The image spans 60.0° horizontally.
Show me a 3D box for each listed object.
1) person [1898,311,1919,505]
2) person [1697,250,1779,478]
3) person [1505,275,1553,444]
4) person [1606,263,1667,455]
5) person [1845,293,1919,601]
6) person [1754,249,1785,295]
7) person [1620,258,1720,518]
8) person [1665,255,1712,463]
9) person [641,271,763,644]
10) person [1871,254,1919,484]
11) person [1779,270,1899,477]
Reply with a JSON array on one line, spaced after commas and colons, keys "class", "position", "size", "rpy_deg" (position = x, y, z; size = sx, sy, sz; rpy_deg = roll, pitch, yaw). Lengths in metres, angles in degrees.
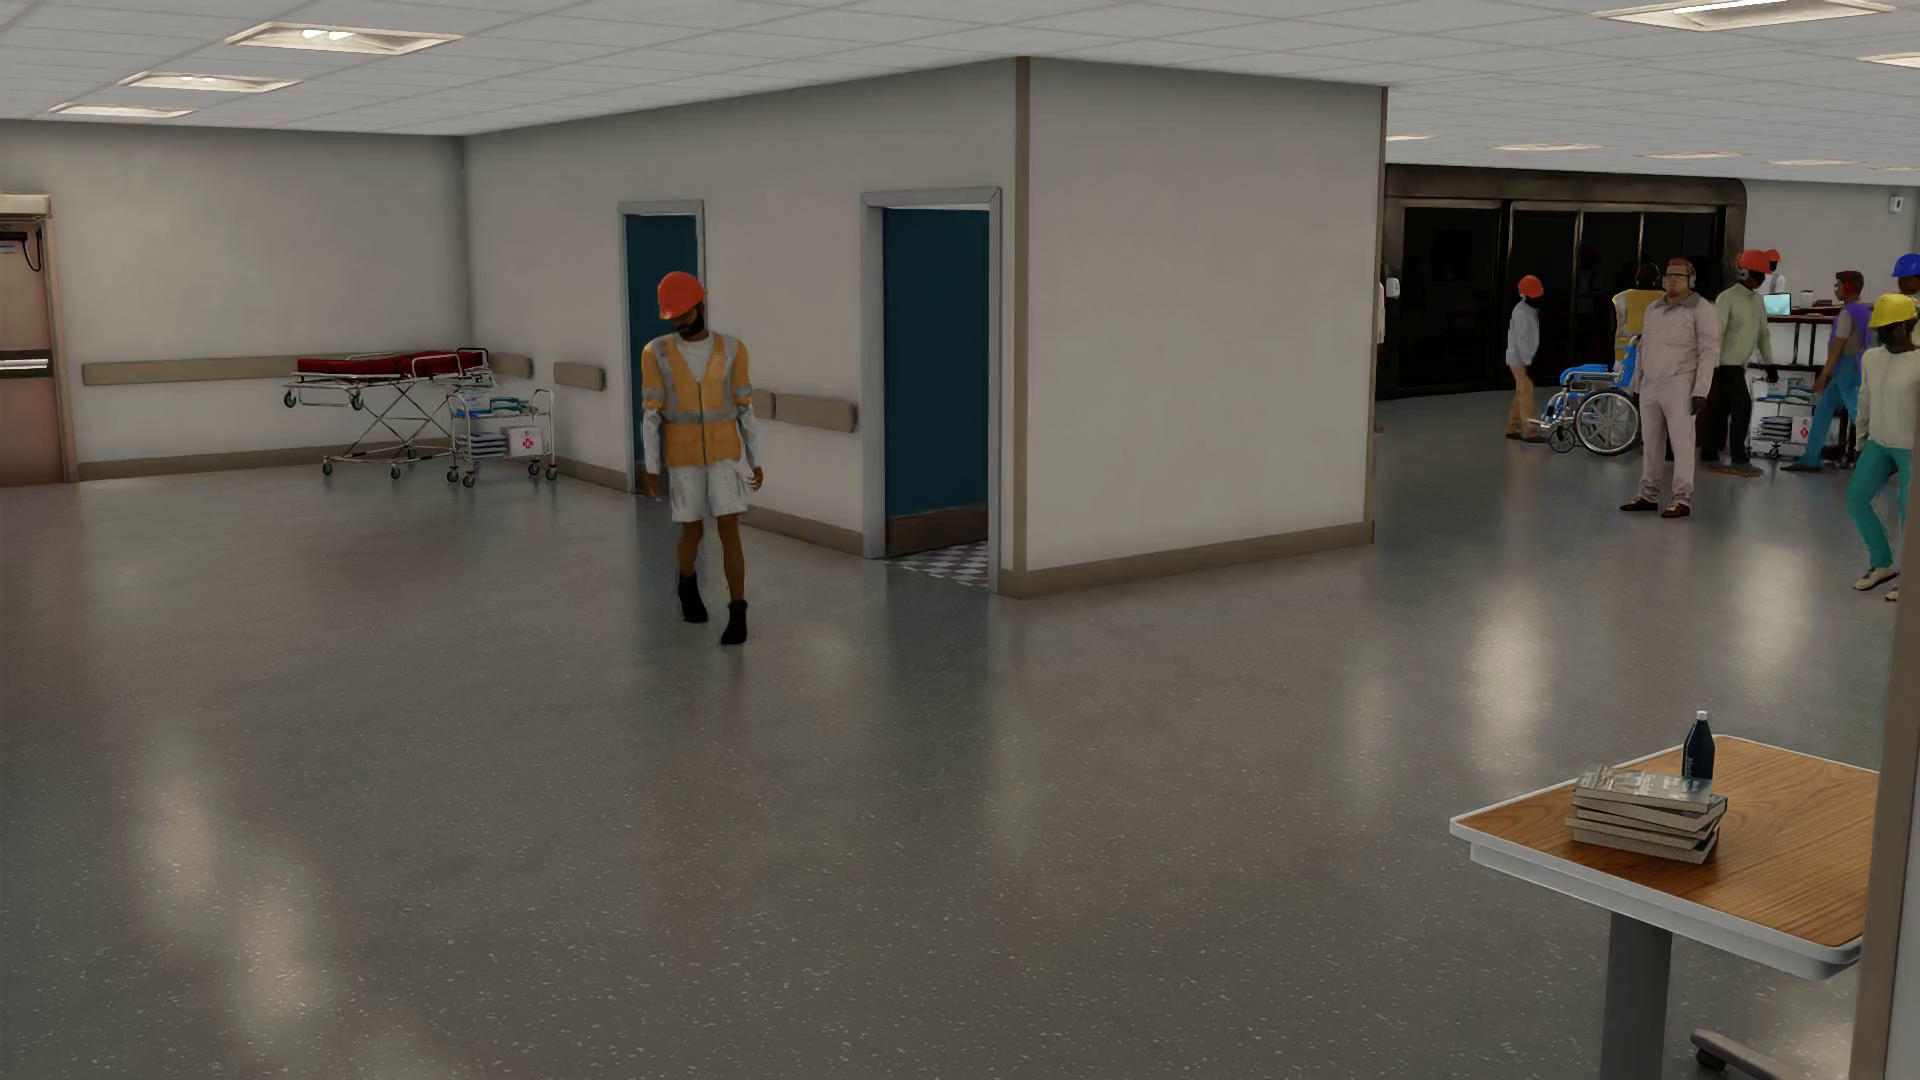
[{"class": "person", "position": [7.432, -1.136, 12.633], "size": [0.404, 1.830, 0.602], "rpy_deg": [-1, 10, -3]}, {"class": "person", "position": [6.801, -1.520, 14.422], "size": [0.634, 1.953, 0.777], "rpy_deg": [-9, 13, -40]}, {"class": "person", "position": [5.799, -1.831, 16.887], "size": [0.494, 1.710, 0.572], "rpy_deg": [5, 11, 26]}, {"class": "person", "position": [6.515, -1.723, 15.930], "size": [0.627, 1.837, 0.430], "rpy_deg": [5, 11, 25]}, {"class": "person", "position": [5.288, -0.522, 9.417], "size": [0.435, 1.738, 0.554], "rpy_deg": [-5, 11, -25]}, {"class": "person", "position": [11.615, -3.216, 23.994], "size": [0.379, 1.937, 0.548], "rpy_deg": [-7, 12, -36]}, {"class": "person", "position": [5.259, -1.126, 12.354], "size": [0.410, 1.911, 0.651], "rpy_deg": [-5, 11, -26]}, {"class": "person", "position": [6.626, -1.641, 15.231], "size": [0.393, 1.917, 0.718], "rpy_deg": [1, 10, 7]}, {"class": "person", "position": [-1.330, -0.441, 8.582], "size": [0.596, 1.894, 0.760], "rpy_deg": [-2, 10, -13]}, {"class": "person", "position": [7.791, -1.381, 13.724], "size": [0.418, 1.938, 0.601], "rpy_deg": [-6, 12, -31]}, {"class": "person", "position": [7.740, -1.426, 14.404], "size": [0.976, 1.804, 0.575], "rpy_deg": [7, 12, 34]}]
